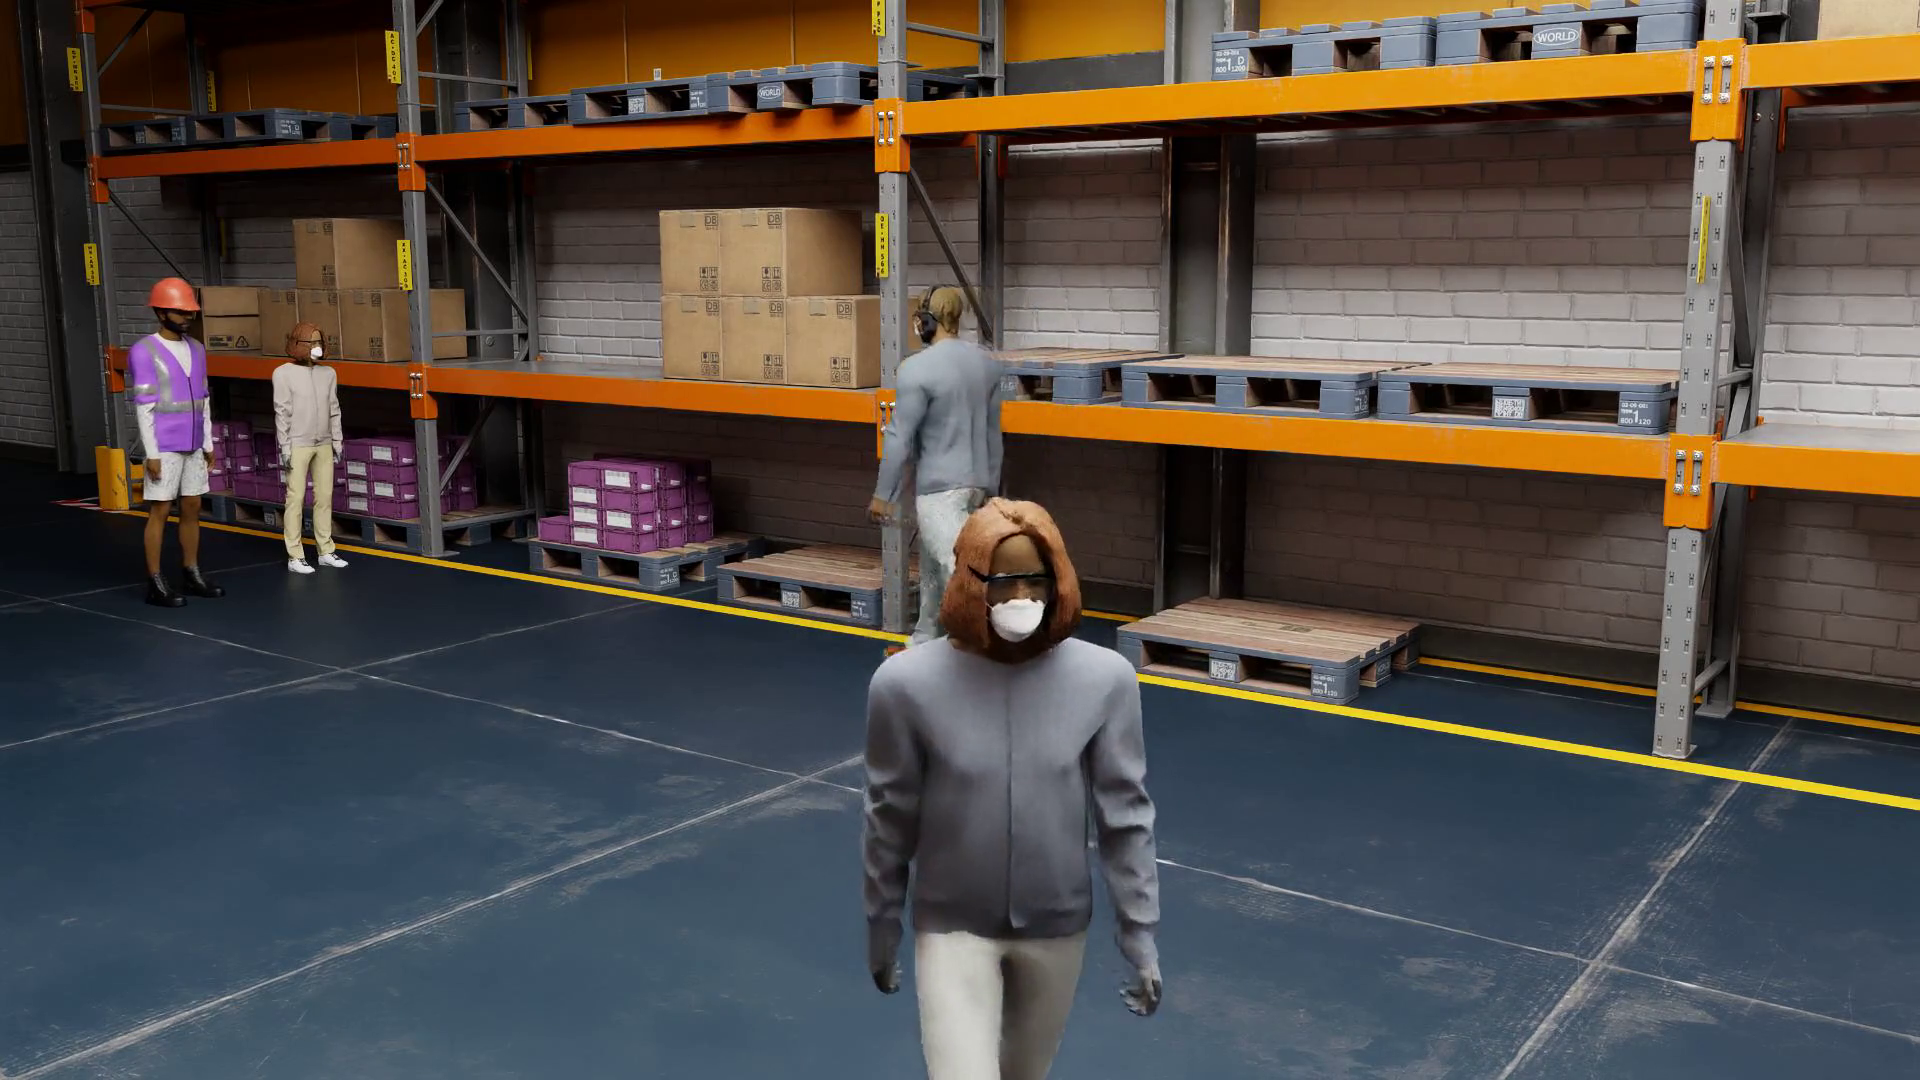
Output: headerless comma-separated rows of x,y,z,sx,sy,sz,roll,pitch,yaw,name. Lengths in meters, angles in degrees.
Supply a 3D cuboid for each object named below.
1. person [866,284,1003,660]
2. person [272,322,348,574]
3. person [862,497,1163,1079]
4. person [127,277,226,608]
-0.157,-0.237,7.827,0.883,1.902,0.648,7,12,34,person
-4.241,-0.601,10.854,0.277,1.629,0.496,6,11,30,person
0.106,0.735,2.925,0.515,1.599,0.785,-2,10,-11,person
-4.588,-0.571,9.792,0.409,1.927,0.547,3,10,18,person
